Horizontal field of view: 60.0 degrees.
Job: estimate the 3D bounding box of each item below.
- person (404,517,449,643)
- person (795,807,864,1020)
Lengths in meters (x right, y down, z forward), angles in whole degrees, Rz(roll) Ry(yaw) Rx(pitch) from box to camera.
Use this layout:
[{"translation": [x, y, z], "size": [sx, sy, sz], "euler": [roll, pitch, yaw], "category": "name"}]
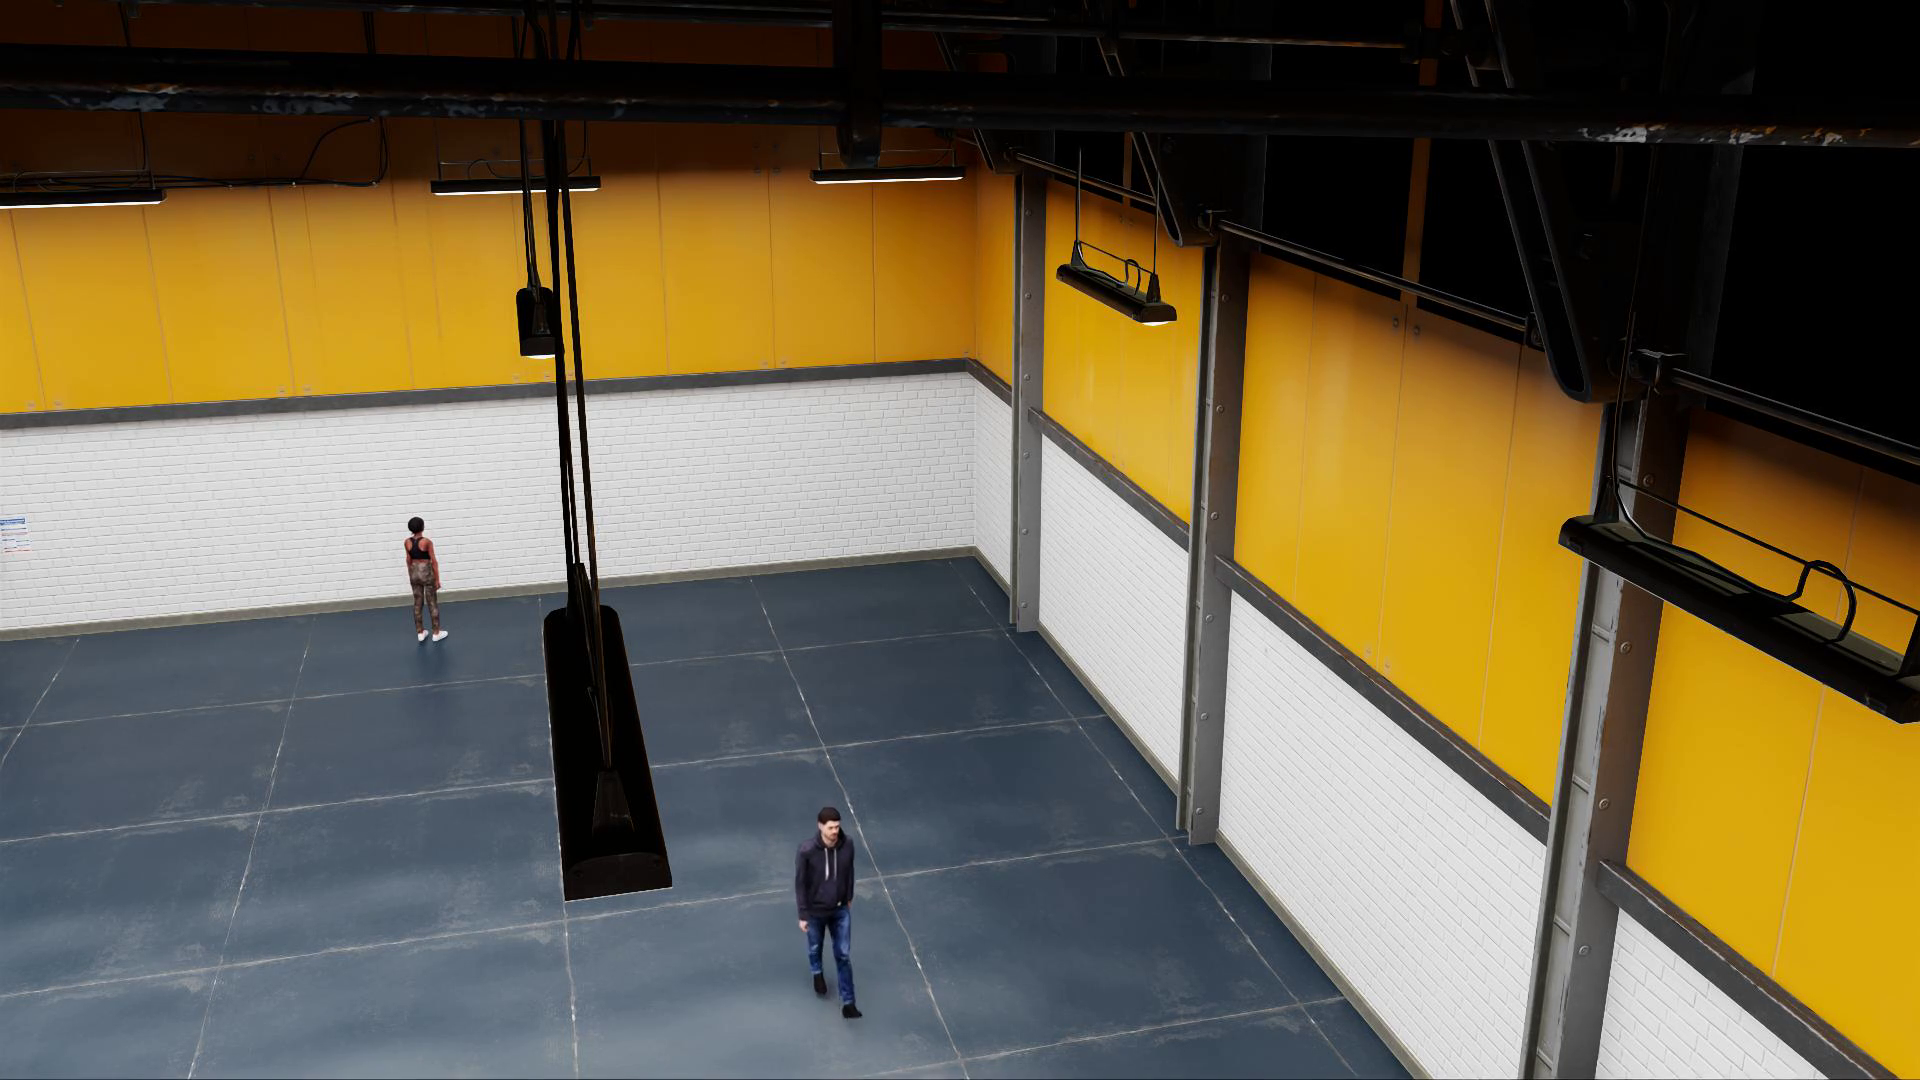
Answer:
[{"translation": [-7.048, 0.500, 21.816], "size": [0.651, 1.700, 0.655], "euler": [3, 19, 8], "category": "person"}, {"translation": [-1.161, 3.059, 14.006], "size": [0.748, 1.834, 1.166], "euler": [-6, 20, -18], "category": "person"}]
